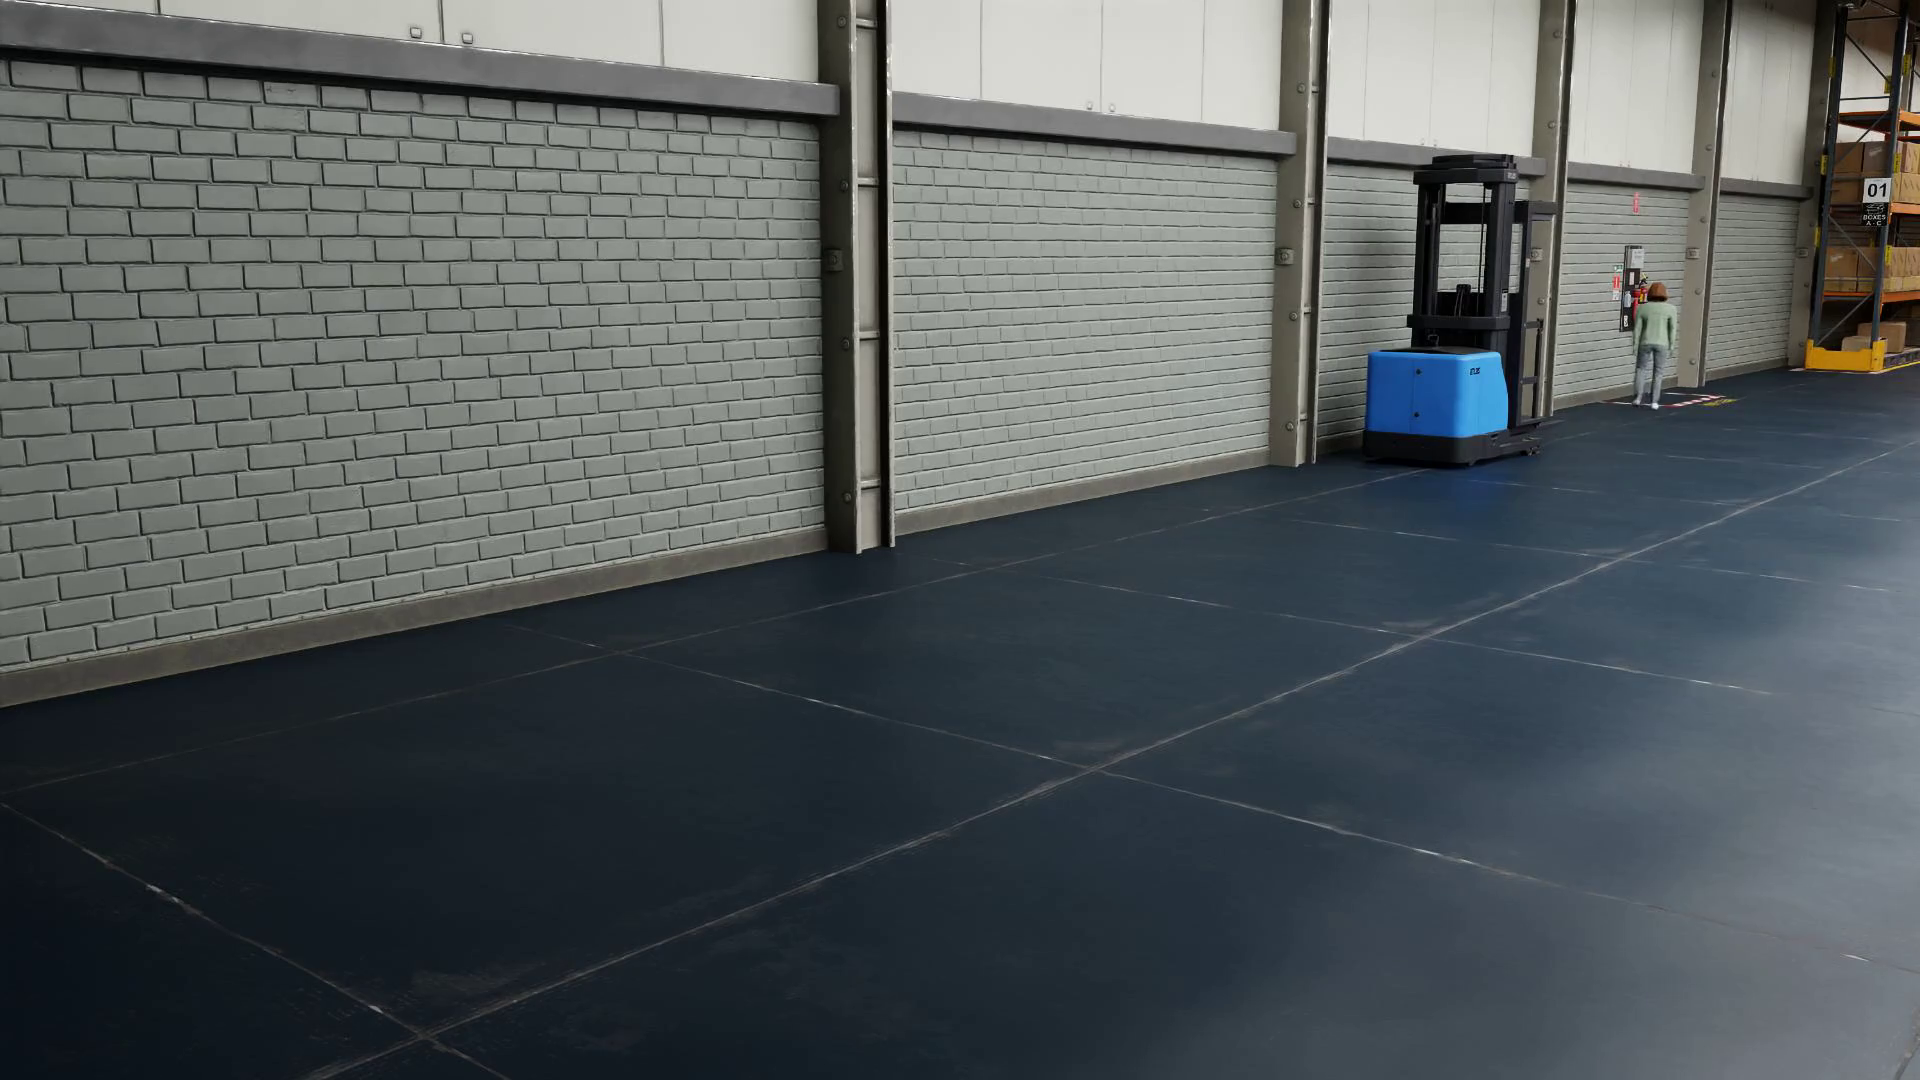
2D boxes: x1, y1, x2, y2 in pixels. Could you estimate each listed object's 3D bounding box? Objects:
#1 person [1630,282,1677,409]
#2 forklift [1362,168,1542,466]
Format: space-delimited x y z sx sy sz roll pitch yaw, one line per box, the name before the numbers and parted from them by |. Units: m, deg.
person | 8.871 -2.479 21.263 0.511 1.632 0.336 4 11 22
forklift | 4.875 -2.212 16.287 1.129 2.768 1.873 8 13 40
